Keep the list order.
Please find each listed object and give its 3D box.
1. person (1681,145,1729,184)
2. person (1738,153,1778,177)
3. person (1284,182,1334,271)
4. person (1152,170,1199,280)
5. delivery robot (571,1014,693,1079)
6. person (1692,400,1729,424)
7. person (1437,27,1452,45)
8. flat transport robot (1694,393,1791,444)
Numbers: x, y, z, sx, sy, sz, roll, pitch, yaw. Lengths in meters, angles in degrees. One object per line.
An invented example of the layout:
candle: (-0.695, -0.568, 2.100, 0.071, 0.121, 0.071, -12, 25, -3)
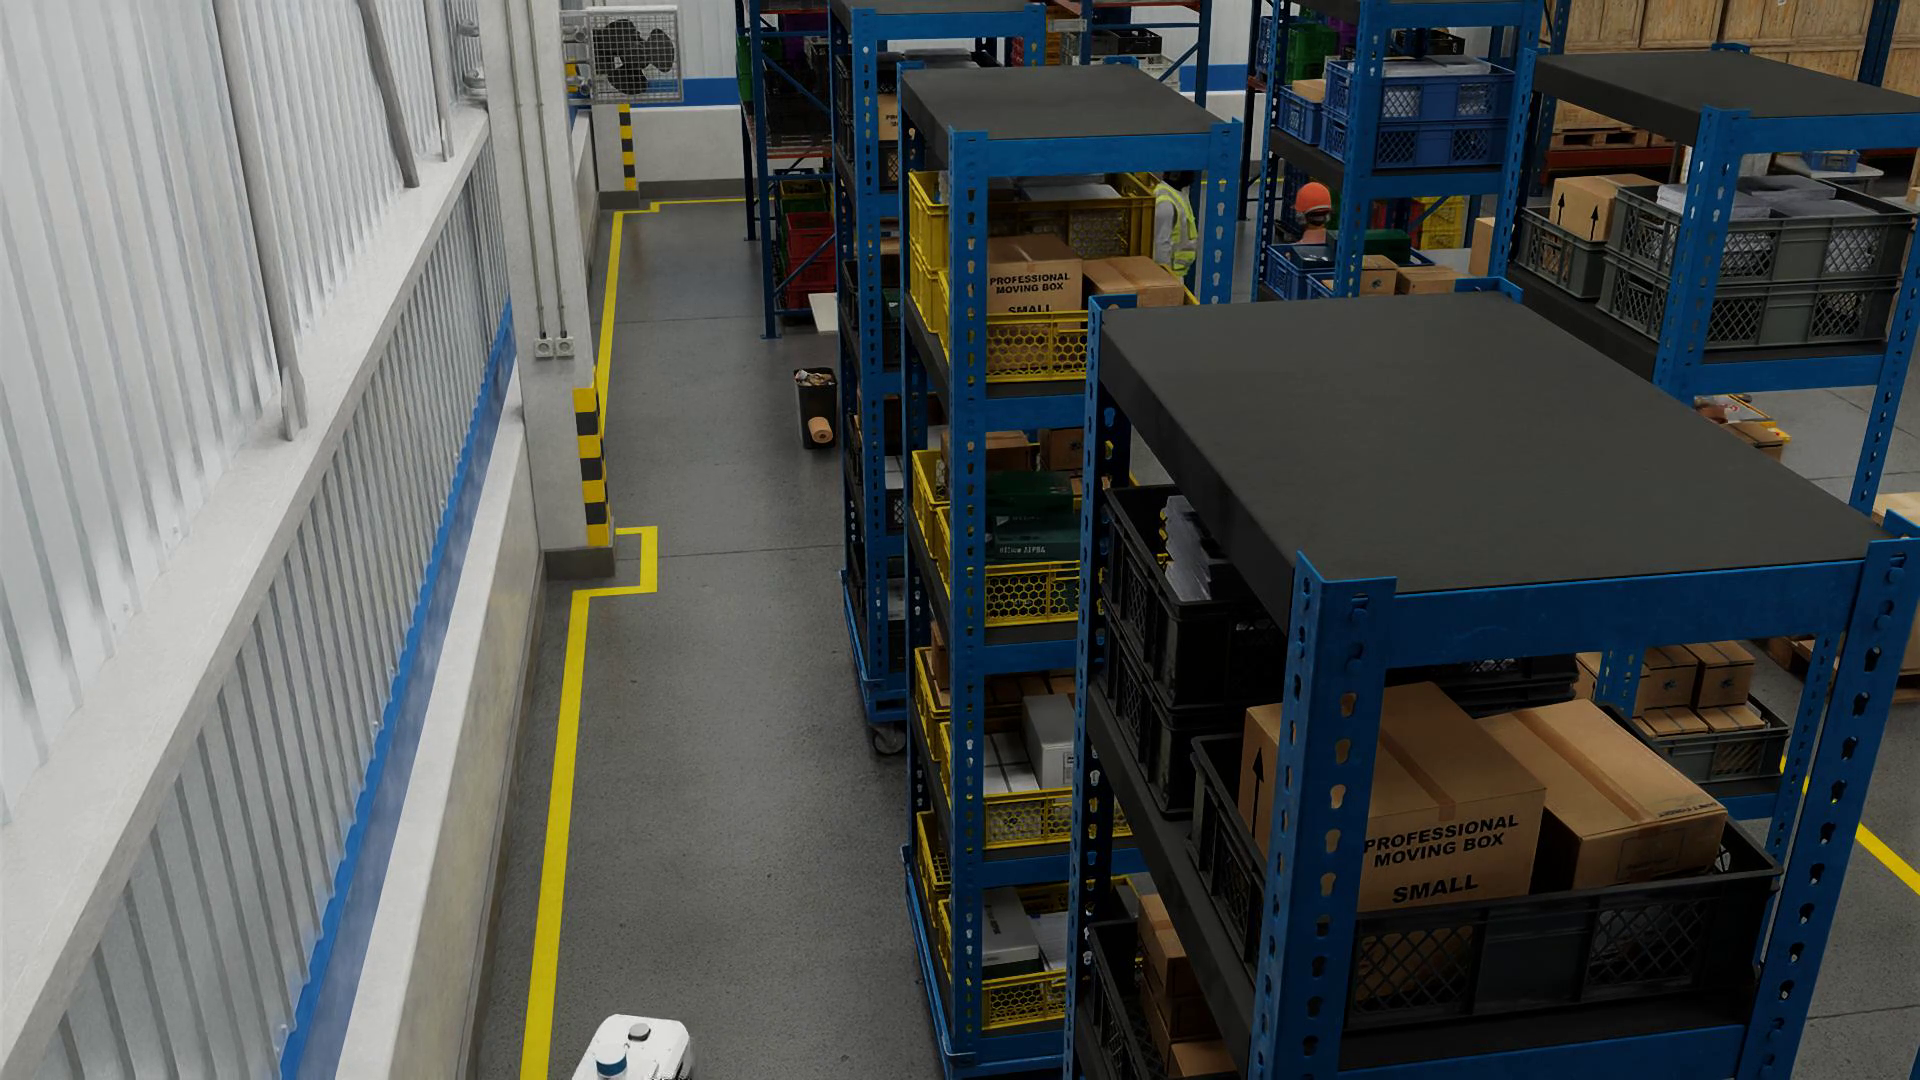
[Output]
person: (6.736, -3.084, 15.055, 0.576, 1.884, 0.355, -12, 27, -24)
person: (7.607, -3.521, 16.023, 0.533, 1.868, 0.309, -7, 26, -15)
person: (2.357, -1.434, 11.340, 0.614, 1.990, 0.392, -15, 29, -29)
person: (1.644, -2.136, 13.057, 0.429, 1.836, 0.629, 6, 25, 12)
delivery robot: (-1.163, 1.925, 5.636, 0.477, 0.478, 0.707, 4, 25, 8)
person: (3.723, 0.015, 8.655, 0.512, 1.593, 0.831, -4, 25, -8)
person: (5.279, -4.752, 18.616, 0.631, 1.940, 0.372, 7, 26, 16)
flat transport robot: (5.224, -0.859, 12.132, 1.431, 0.197, 0.652, -4, 25, -8)
